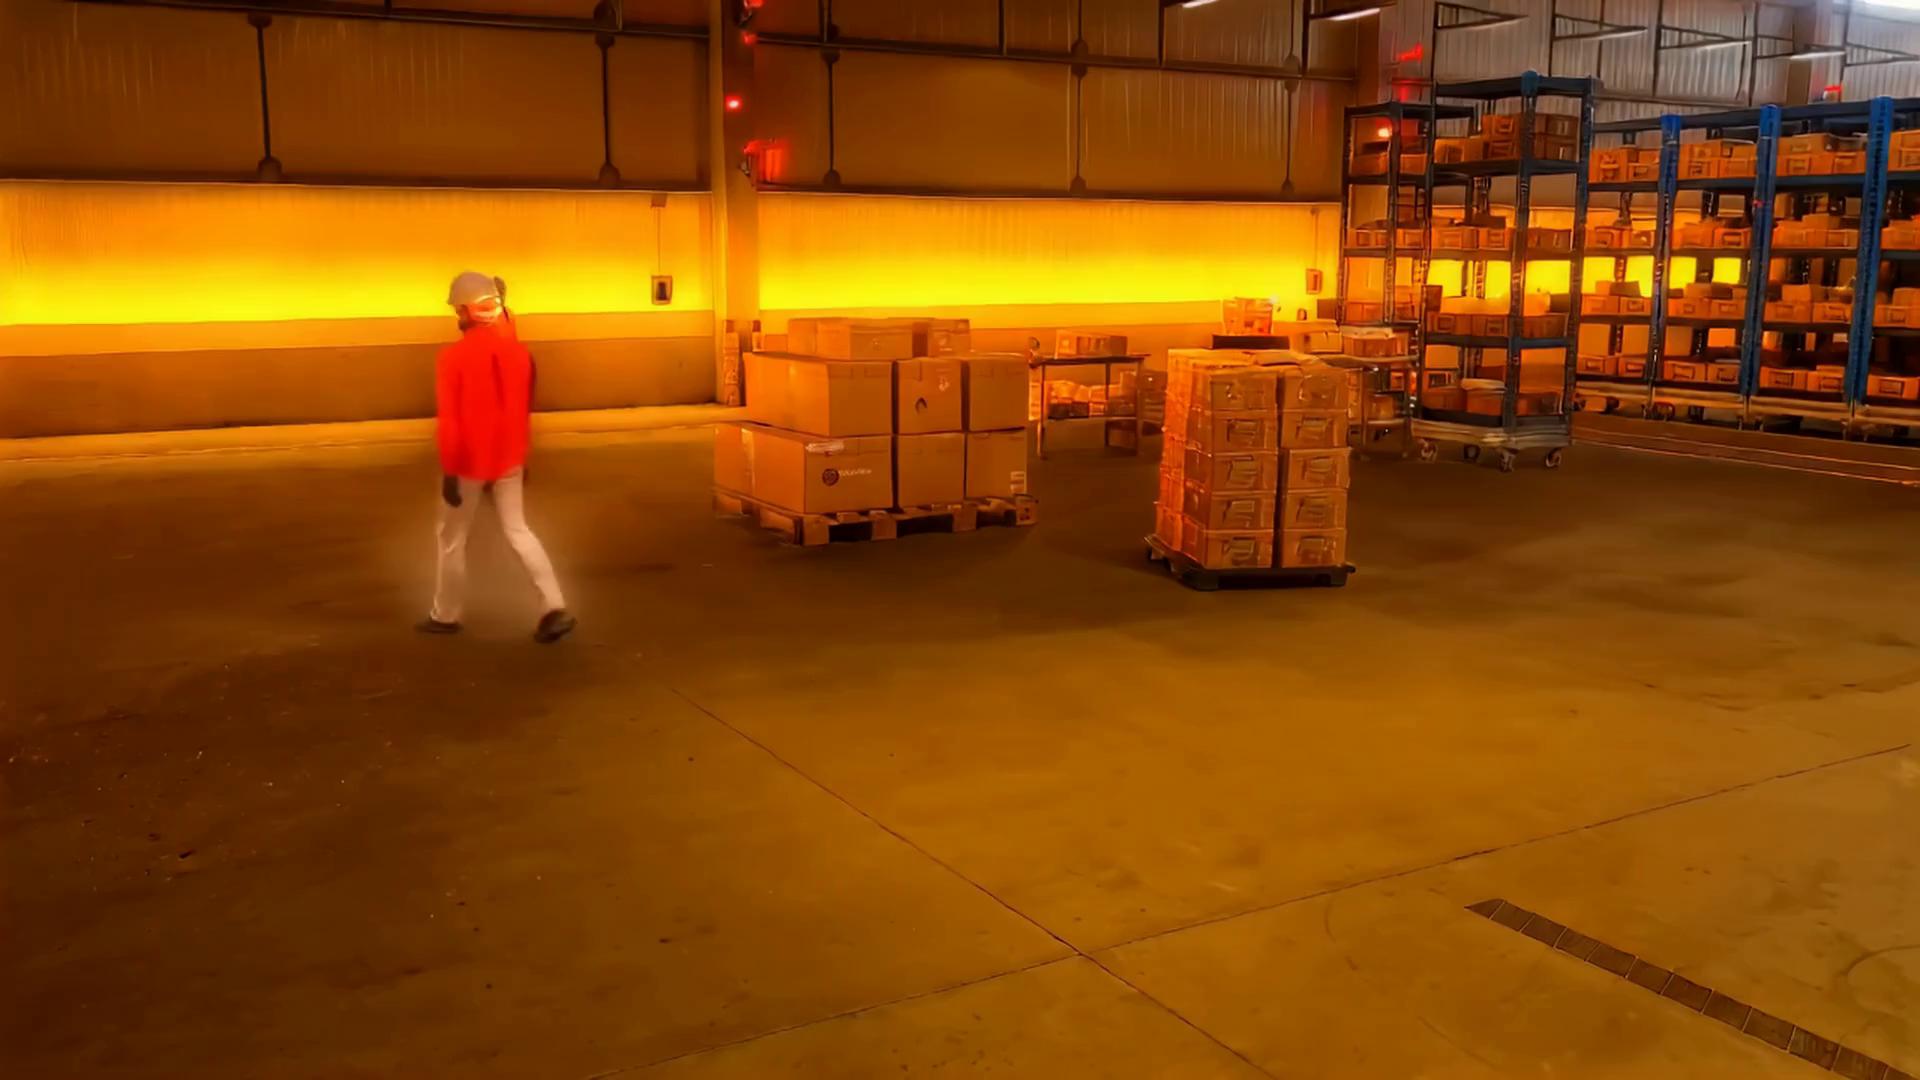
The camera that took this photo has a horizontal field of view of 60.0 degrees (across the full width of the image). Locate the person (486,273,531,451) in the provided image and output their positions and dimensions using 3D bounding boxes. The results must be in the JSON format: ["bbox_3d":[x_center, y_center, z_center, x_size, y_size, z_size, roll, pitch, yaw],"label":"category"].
[{"bbox_3d":[-4.657,-1.770,16.738,0.434,1.828,0.646,3,10,15],"label":"person"}]

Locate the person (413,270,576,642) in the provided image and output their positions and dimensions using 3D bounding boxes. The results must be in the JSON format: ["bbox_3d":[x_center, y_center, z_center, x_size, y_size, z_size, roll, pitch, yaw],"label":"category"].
[{"bbox_3d":[-2.461,-0.423,8.685,0.961,1.961,0.628,7,12,33],"label":"person"}]
